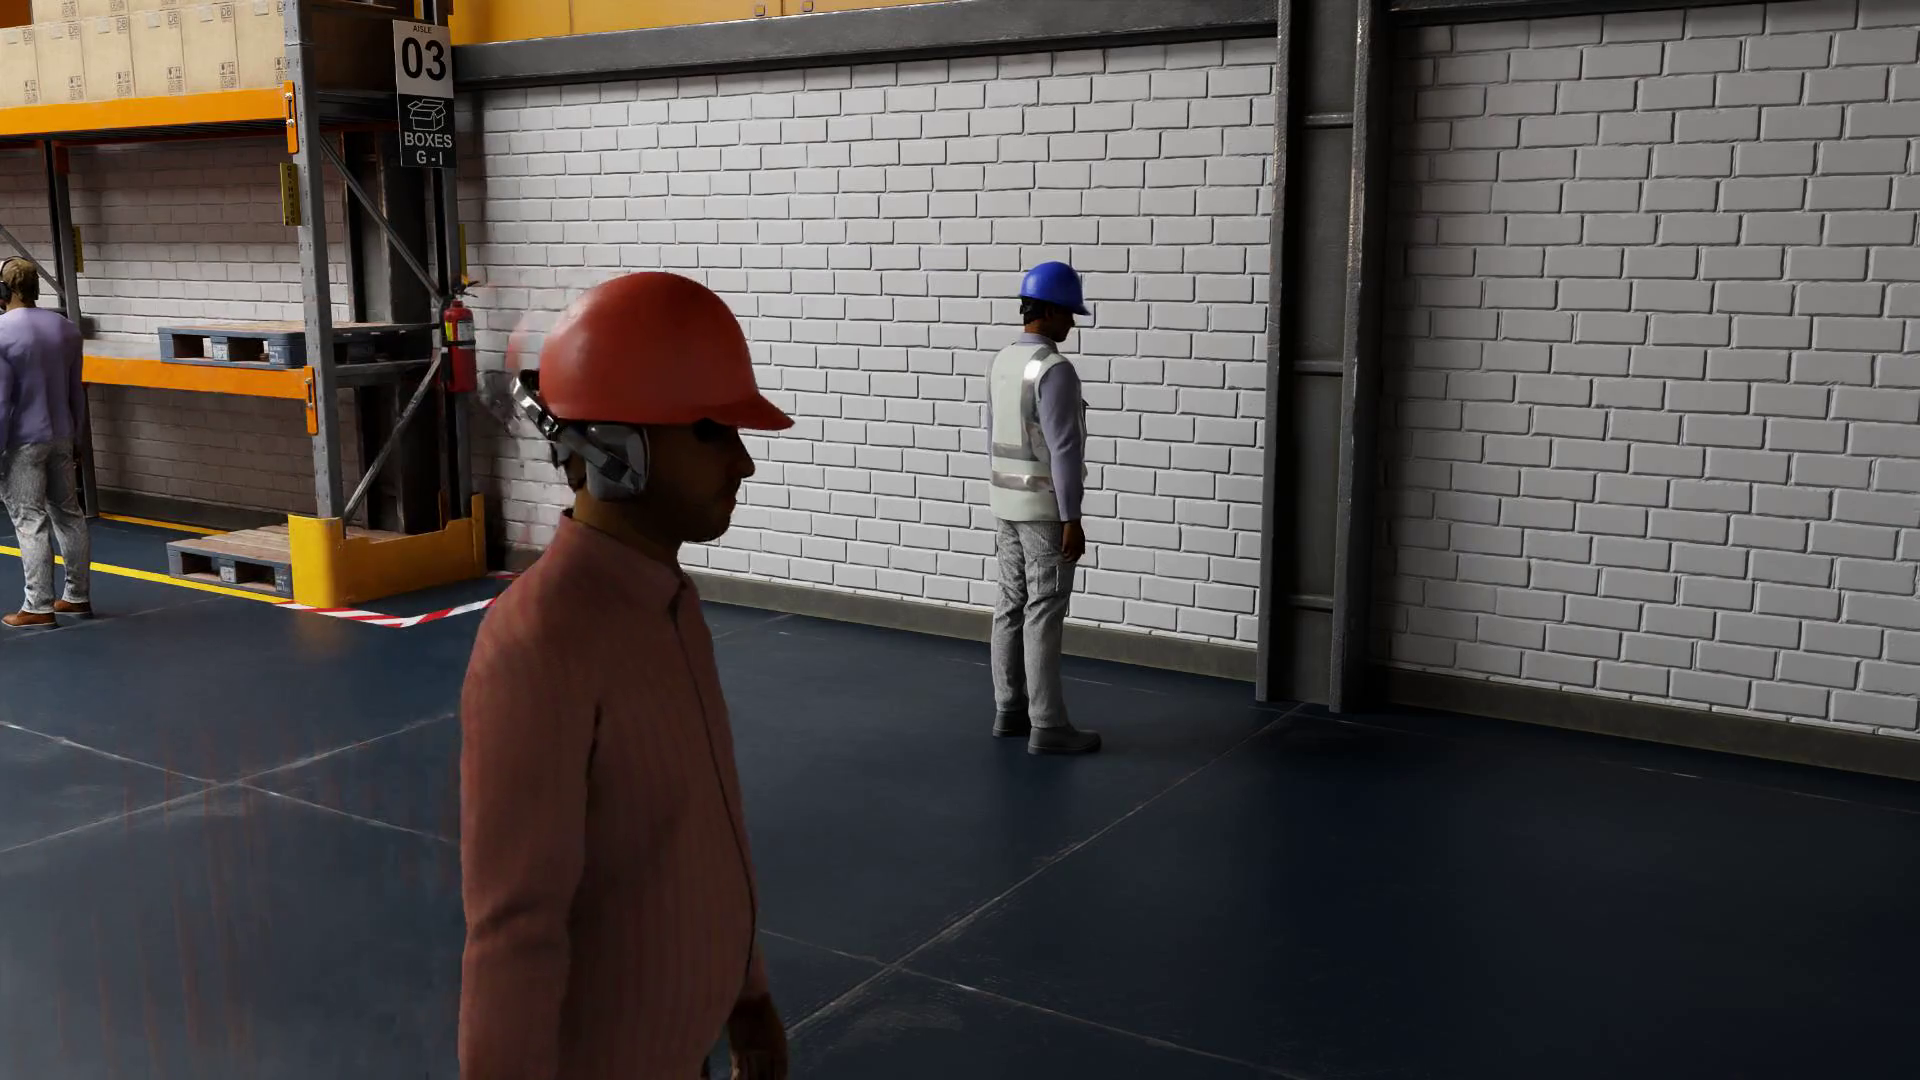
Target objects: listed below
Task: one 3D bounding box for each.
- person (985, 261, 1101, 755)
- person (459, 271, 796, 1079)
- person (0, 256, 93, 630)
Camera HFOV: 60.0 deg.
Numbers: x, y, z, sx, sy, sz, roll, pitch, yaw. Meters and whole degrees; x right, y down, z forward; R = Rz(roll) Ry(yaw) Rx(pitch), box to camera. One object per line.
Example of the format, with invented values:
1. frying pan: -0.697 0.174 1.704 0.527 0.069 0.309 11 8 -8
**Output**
1. person: 0.321 -0.125 6.608 0.402 1.938 0.604 -5 11 -26
2. person: -0.324 0.662 2.111 0.722 1.972 0.634 0 10 2
3. person: -4.832 -0.499 8.678 0.359 1.938 0.635 3 11 15
